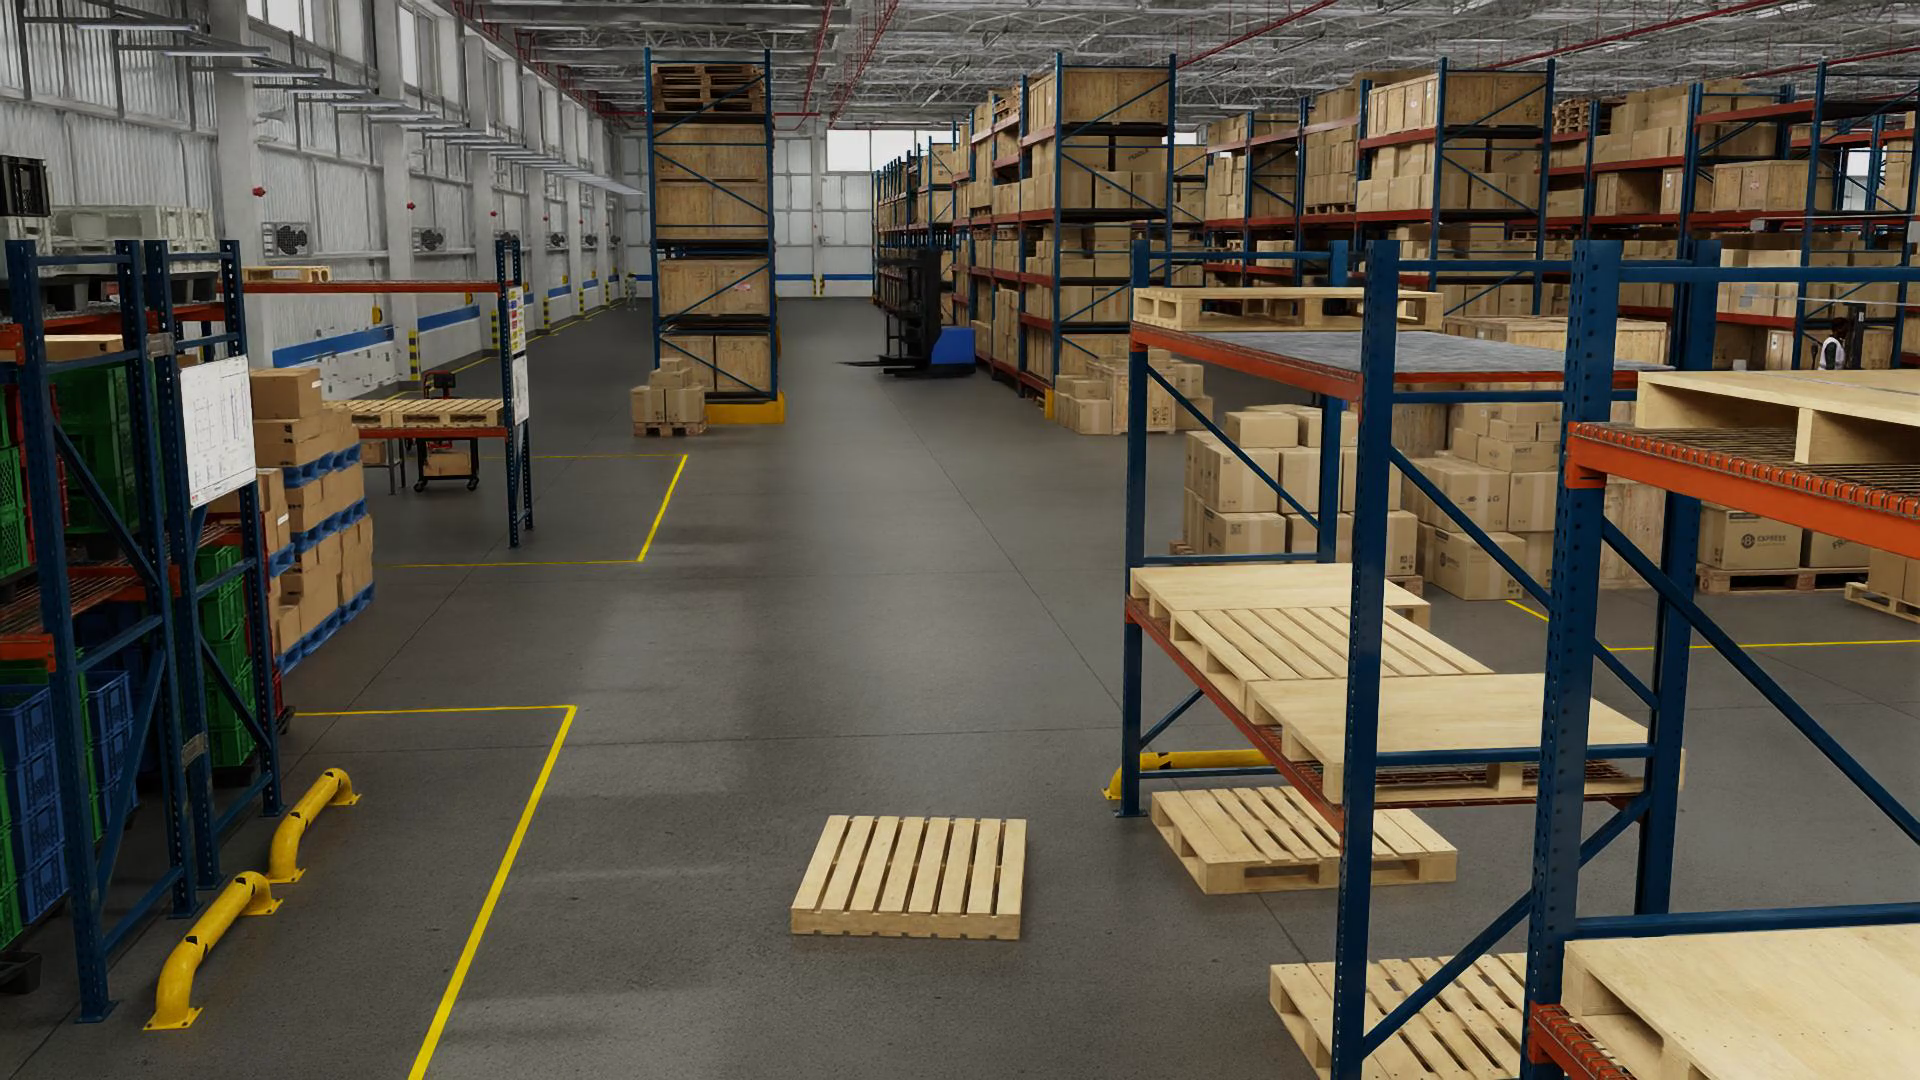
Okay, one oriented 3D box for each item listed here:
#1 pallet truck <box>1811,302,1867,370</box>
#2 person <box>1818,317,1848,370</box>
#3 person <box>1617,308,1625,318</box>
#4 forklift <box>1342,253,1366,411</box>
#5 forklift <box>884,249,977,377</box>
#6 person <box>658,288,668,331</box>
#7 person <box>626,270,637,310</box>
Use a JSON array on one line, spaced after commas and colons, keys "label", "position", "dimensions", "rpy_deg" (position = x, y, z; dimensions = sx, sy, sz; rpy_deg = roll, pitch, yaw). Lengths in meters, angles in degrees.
[{"label": "pallet truck", "position": [15.846, -3.142, 28.793], "dimensions": [1.885, 1.965, 0.823], "rpy_deg": [2, 10, 12]}, {"label": "person", "position": [12.862, -2.337, 24.586], "dimensions": [0.394, 1.911, 0.588], "rpy_deg": [6, 12, 31]}, {"label": "person", "position": [11.598, -3.191, 29.493], "dimensions": [0.627, 1.845, 0.429], "rpy_deg": [9, 14, 42]}, {"label": "forklift", "position": [6.533, -3.255, 26.972], "dimensions": [1.129, 2.768, 1.873], "rpy_deg": [-1, 10, -6]}, {"label": "forklift", "position": [-0.657, -5.055, 36.944], "dimensions": [1.873, 2.768, 1.129], "rpy_deg": [-3, 11, -18]}, {"label": "person", "position": [-9.562, -7.625, 54.200], "dimensions": [0.572, 1.795, 0.965], "rpy_deg": [-2, 10, -12]}, {"label": "person", "position": [-14.199, -10.795, 71.933], "dimensions": [0.482, 1.735, 0.340], "rpy_deg": [-8, 13, -36]}]
